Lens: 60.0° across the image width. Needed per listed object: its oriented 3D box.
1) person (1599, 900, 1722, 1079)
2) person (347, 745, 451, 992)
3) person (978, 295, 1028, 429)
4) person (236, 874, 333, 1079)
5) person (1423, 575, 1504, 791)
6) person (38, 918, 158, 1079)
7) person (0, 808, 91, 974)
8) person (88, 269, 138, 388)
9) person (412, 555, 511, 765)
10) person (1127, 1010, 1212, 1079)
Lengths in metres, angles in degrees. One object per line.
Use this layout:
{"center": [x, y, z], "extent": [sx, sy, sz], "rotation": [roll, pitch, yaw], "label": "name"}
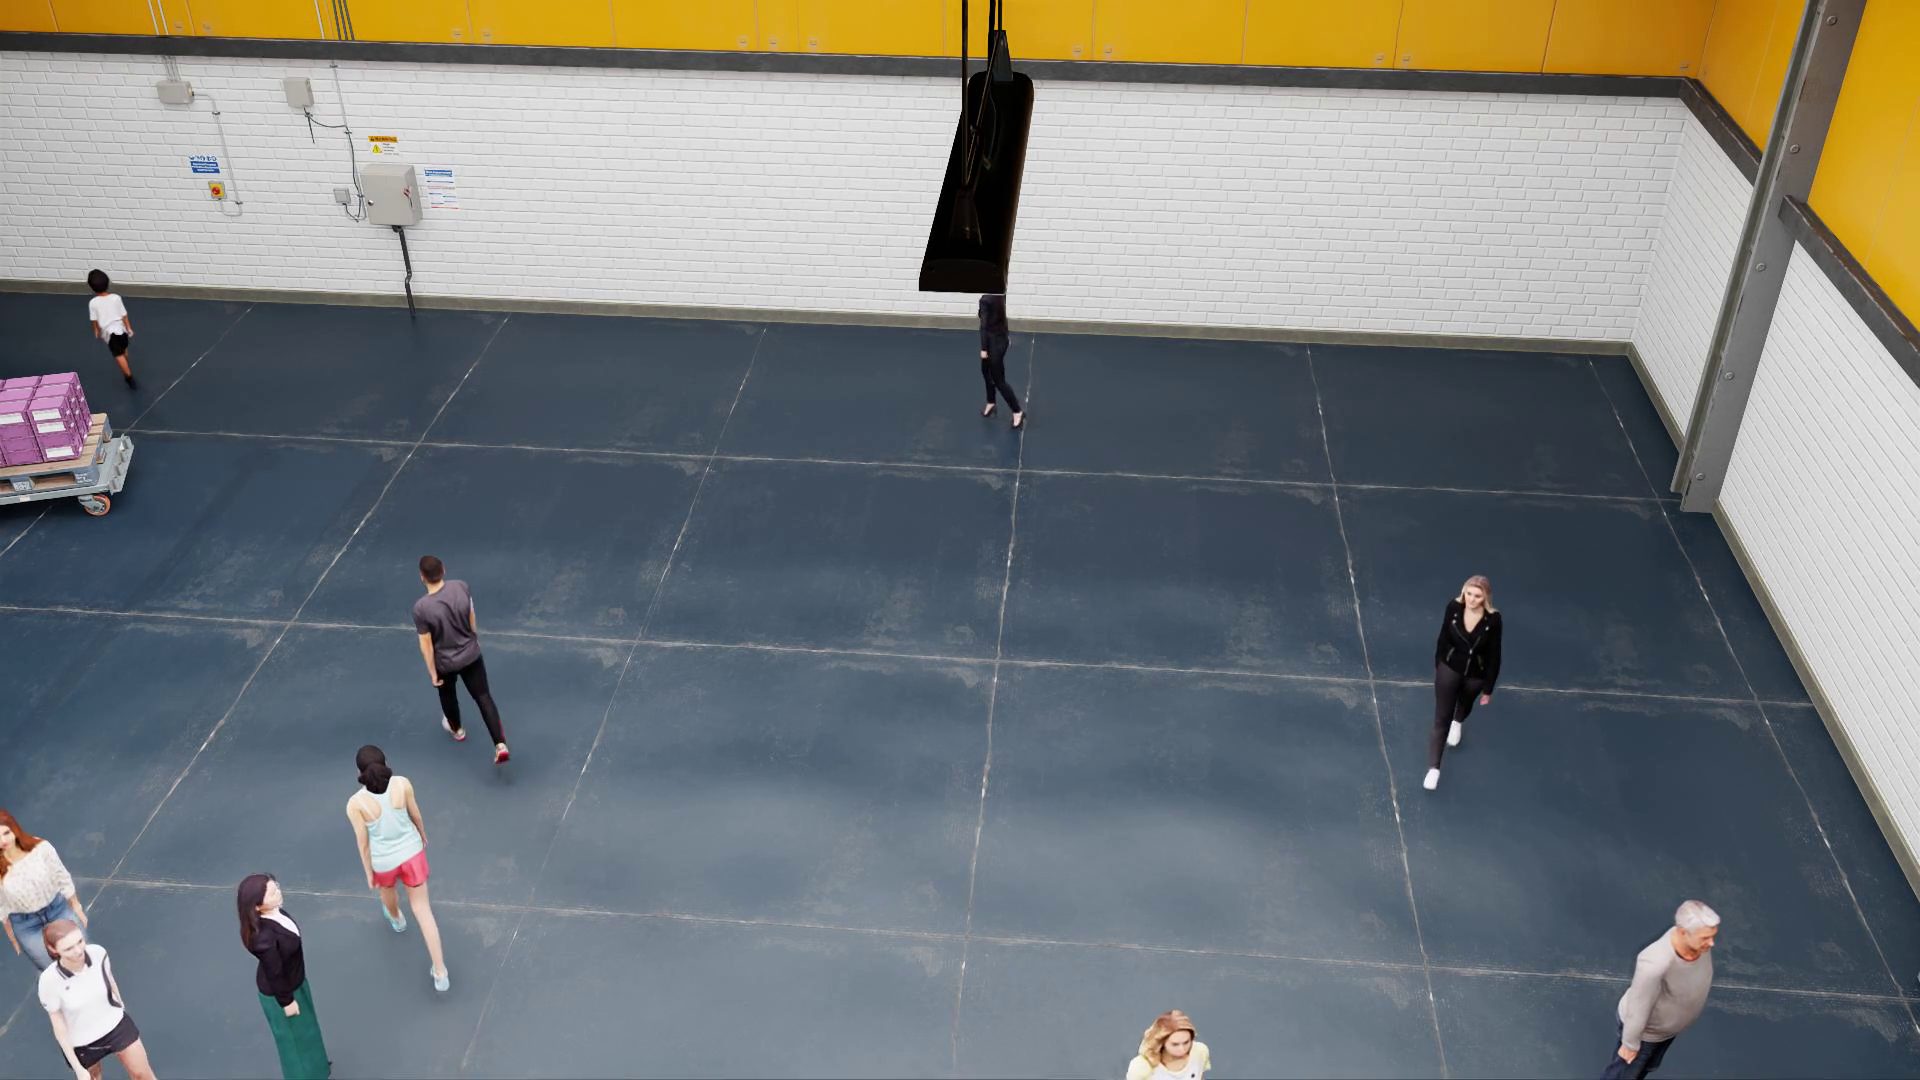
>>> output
{"center": [3.849, 2.681, 9.255], "extent": [0.834, 1.908, 0.878], "rotation": [-22, 40, -30], "label": "person"}
{"center": [-3.474, 2.055, 10.372], "extent": [1.102, 1.713, 1.242], "rotation": [-20, 38, -27], "label": "person"}
{"center": [0.408, -1.863, 16.309], "extent": [0.791, 1.667, 0.842], "rotation": [12, 35, 17], "label": "person"}
{"center": [-3.883, 2.581, 9.559], "extent": [0.766, 1.738, 0.639], "rotation": [-14, 36, -20], "label": "person"}
{"center": [3.698, 0.936, 12.123], "extent": [0.877, 1.639, 1.217], "rotation": [14, 36, 20], "label": "person"}
{"center": [-4.893, 2.756, 9.333], "extent": [1.075, 1.696, 1.171], "rotation": [23, 40, 31], "label": "person"}
{"center": [-5.561, 2.248, 10.072], "extent": [0.803, 1.725, 0.877], "rotation": [-20, 39, -27], "label": "person"}
{"center": [-8.718, -2.153, 17.143], "extent": [0.842, 1.227, 0.904], "rotation": [-24, 41, -32], "label": "person"}
{"center": [-3.622, 0.893, 12.098], "extent": [1.105, 1.737, 1.176], "rotation": [-24, 40, -31], "label": "person"}
{"center": [1.046, 3.063, 8.863], "extent": [0.906, 1.706, 1.106], "rotation": [-12, 36, -18], "label": "person"}
